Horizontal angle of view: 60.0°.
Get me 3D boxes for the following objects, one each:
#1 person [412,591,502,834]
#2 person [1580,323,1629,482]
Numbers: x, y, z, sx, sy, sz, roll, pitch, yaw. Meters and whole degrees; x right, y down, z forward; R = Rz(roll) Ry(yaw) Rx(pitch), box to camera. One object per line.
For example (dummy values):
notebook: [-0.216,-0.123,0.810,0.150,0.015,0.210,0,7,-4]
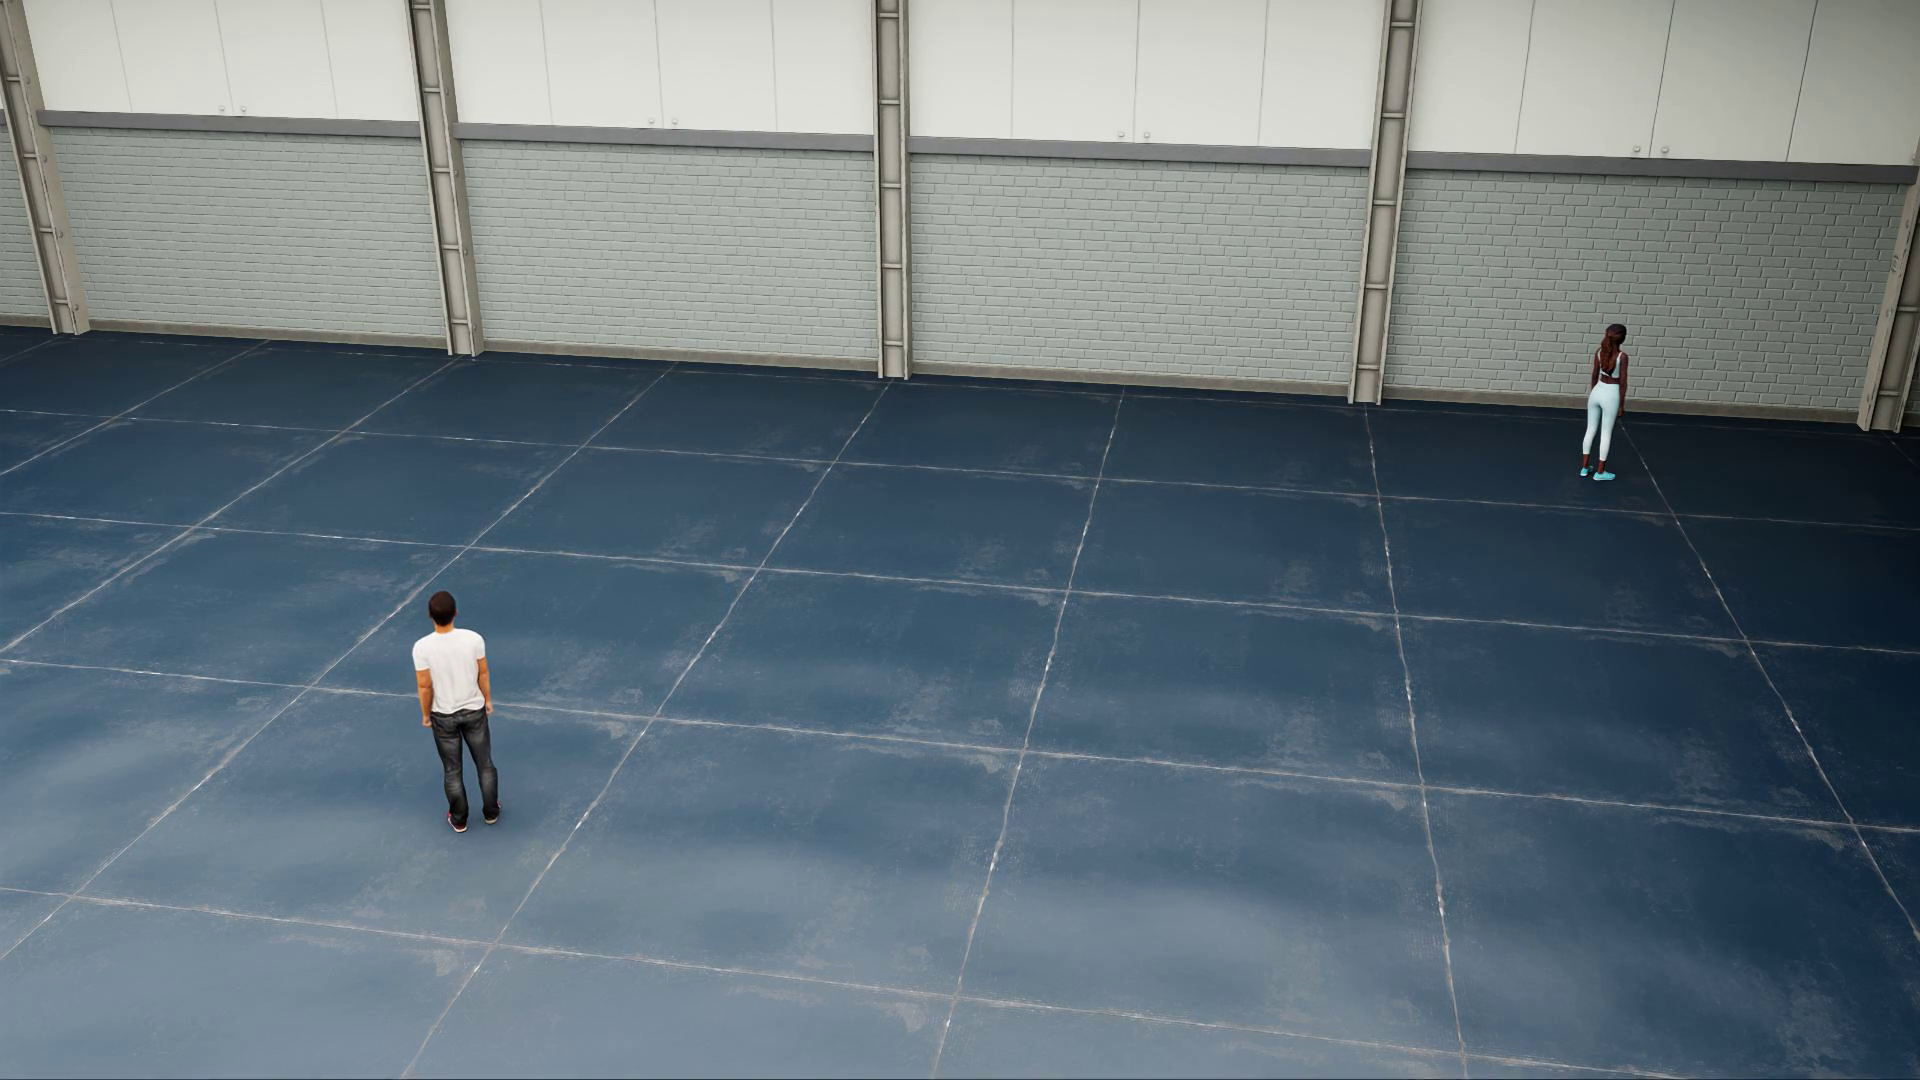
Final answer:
person: [-3.505,1.190,11.604,0.674,1.804,0.780,-10,25,-22]
person: [6.999,-1.508,18.052,0.711,1.724,0.651,-15,27,-32]
